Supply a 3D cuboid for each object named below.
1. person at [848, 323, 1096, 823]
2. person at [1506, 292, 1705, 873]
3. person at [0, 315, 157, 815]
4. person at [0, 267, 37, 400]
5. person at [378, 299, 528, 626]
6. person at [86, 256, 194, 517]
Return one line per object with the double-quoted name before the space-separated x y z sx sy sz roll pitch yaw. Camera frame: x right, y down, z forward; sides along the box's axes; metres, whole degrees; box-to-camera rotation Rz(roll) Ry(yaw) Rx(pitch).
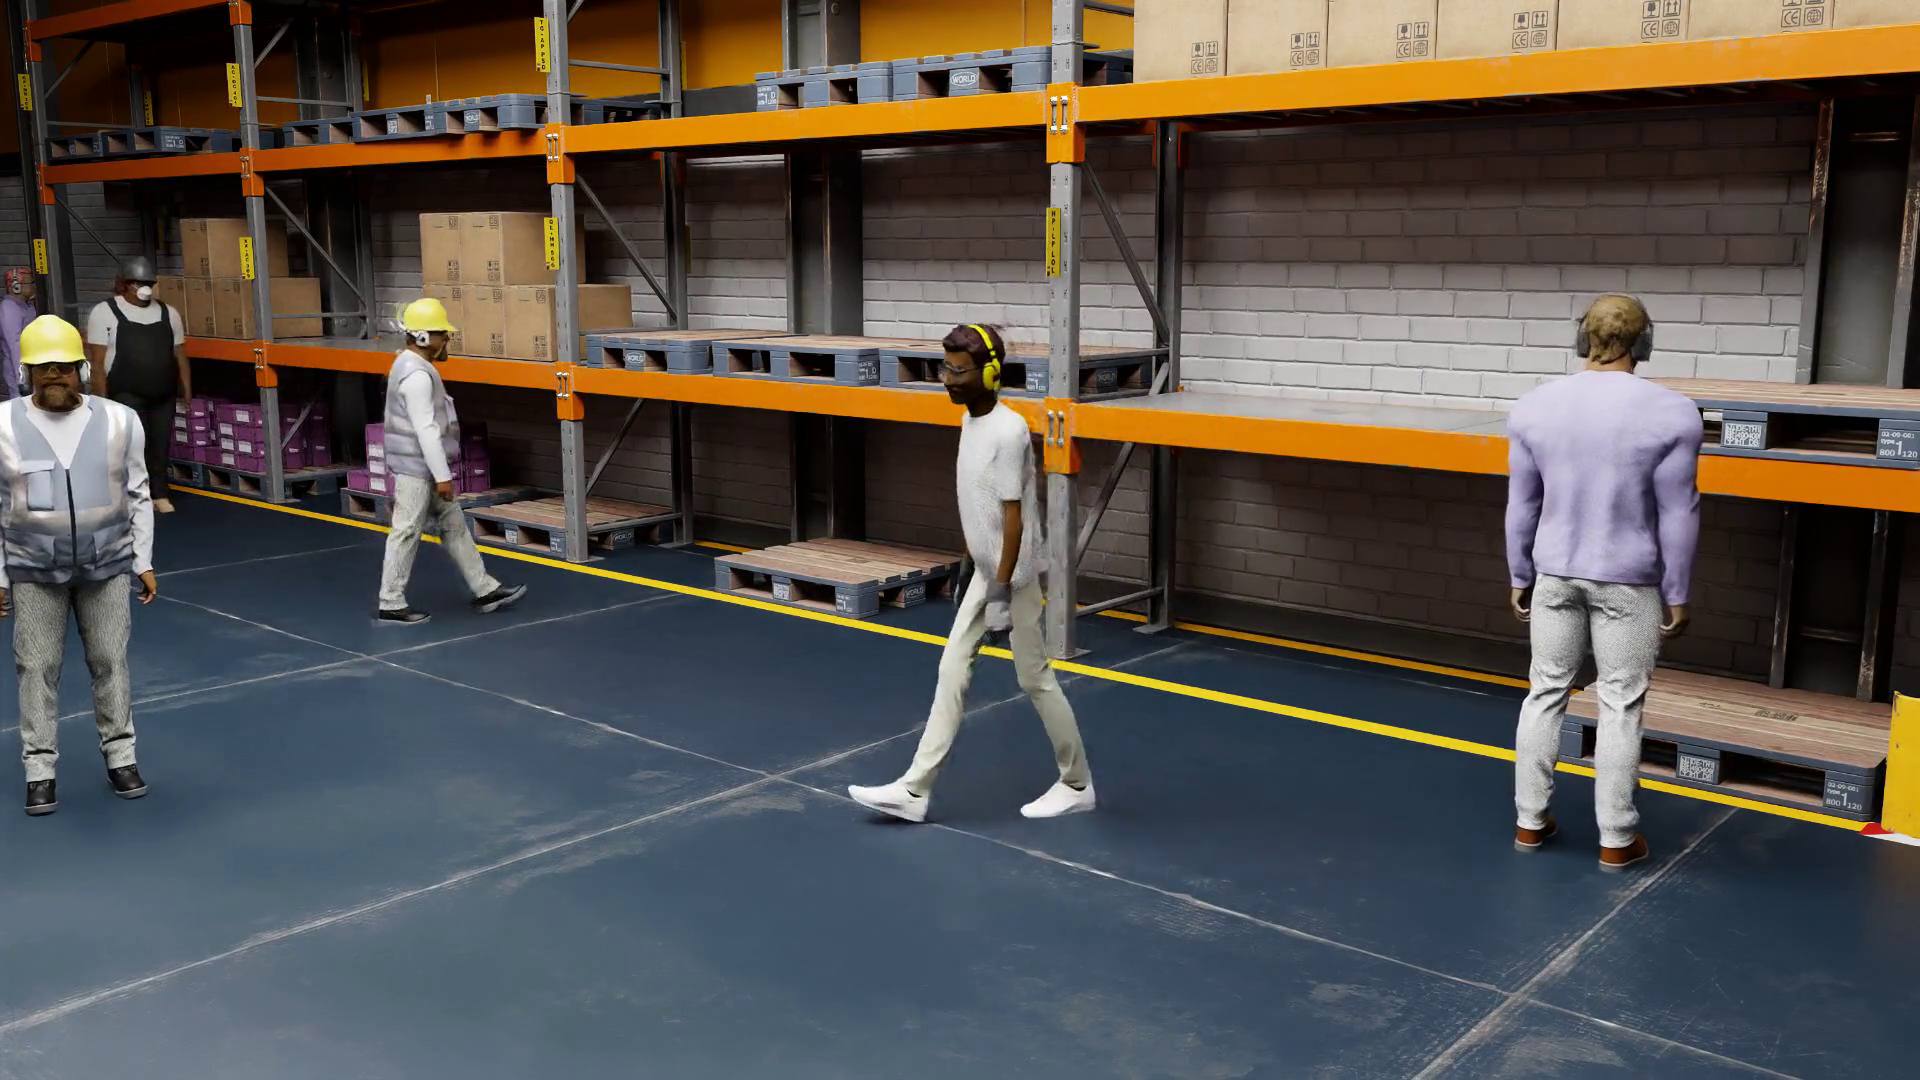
"person" 0.089 0.144 5.919 0.945 1.808 0.516 -4 11 -20
"person" 2.140 0.142 5.587 0.630 1.931 0.360 8 13 38
"person" -3.301 0.086 6.179 0.591 1.834 0.404 -7 12 -34
"person" -8.125 -1.413 14.504 0.406 1.911 0.636 -5 11 -26
"person" -2.844 -0.423 9.185 0.879 1.788 0.630 -3 10 -17
"person" -6.253 -1.187 12.841 0.680 2.000 0.699 9 13 40
